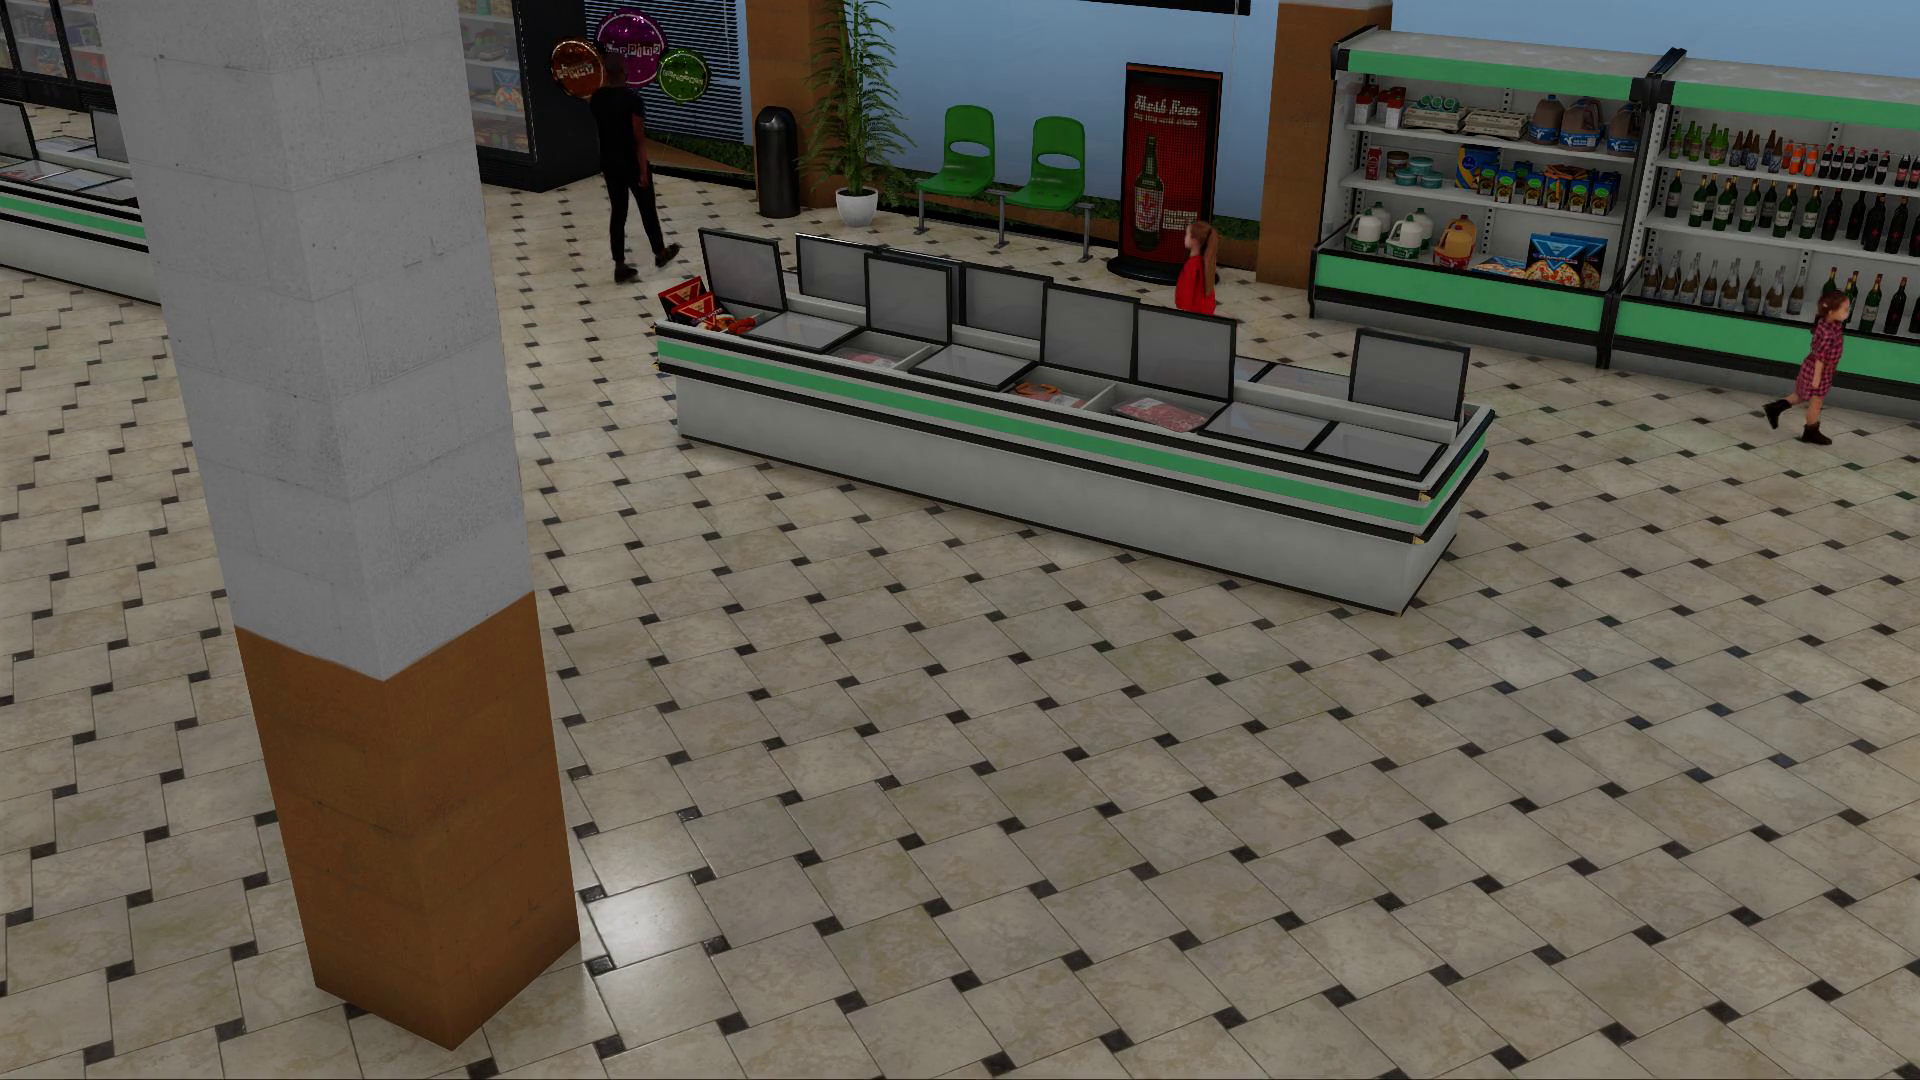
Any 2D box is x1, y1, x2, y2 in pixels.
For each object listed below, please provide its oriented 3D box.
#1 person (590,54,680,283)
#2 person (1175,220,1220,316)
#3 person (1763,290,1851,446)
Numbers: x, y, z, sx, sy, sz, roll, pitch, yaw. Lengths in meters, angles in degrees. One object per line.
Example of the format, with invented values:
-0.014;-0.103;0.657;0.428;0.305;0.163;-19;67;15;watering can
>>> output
-2.759;-2.972;13.439;0.942;1.794;0.782;13;30;24;person
1.602;-1.488;11.086;0.546;1.274;0.512;12;29;23;person
5.446;-1.112;10.634;0.651;1.013;0.423;14;30;26;person
